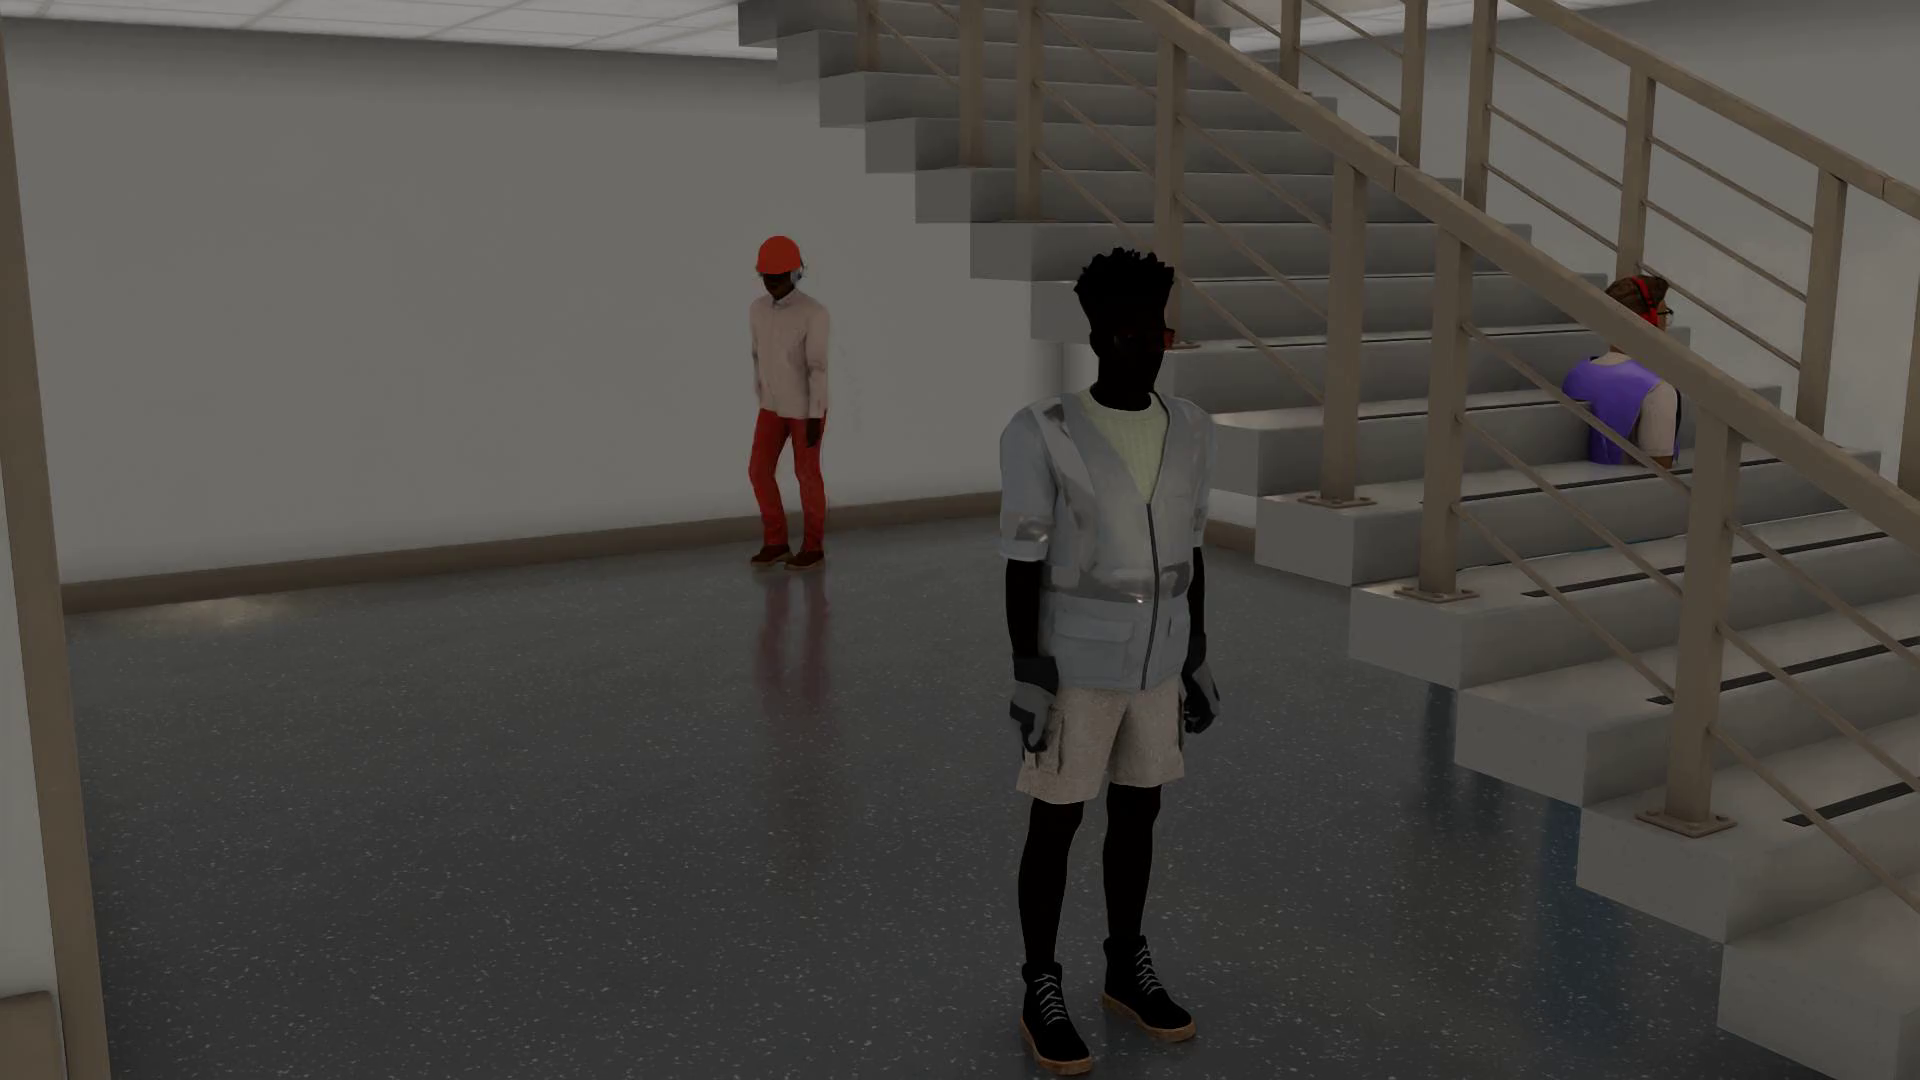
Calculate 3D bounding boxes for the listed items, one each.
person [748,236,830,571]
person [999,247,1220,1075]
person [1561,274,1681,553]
[{"bbox_3d":[-0.974,-0.762,9.582,0.613,1.948,0.610,7,13,34],"label":"person"},{"bbox_3d":[0.370,0.287,4.028,0.603,1.966,0.372,-6,12,-29],"label":"person"},{"bbox_3d":[2.286,0.005,5.822,0.389,1.850,0.566,-3,11,-15],"label":"person"}]
